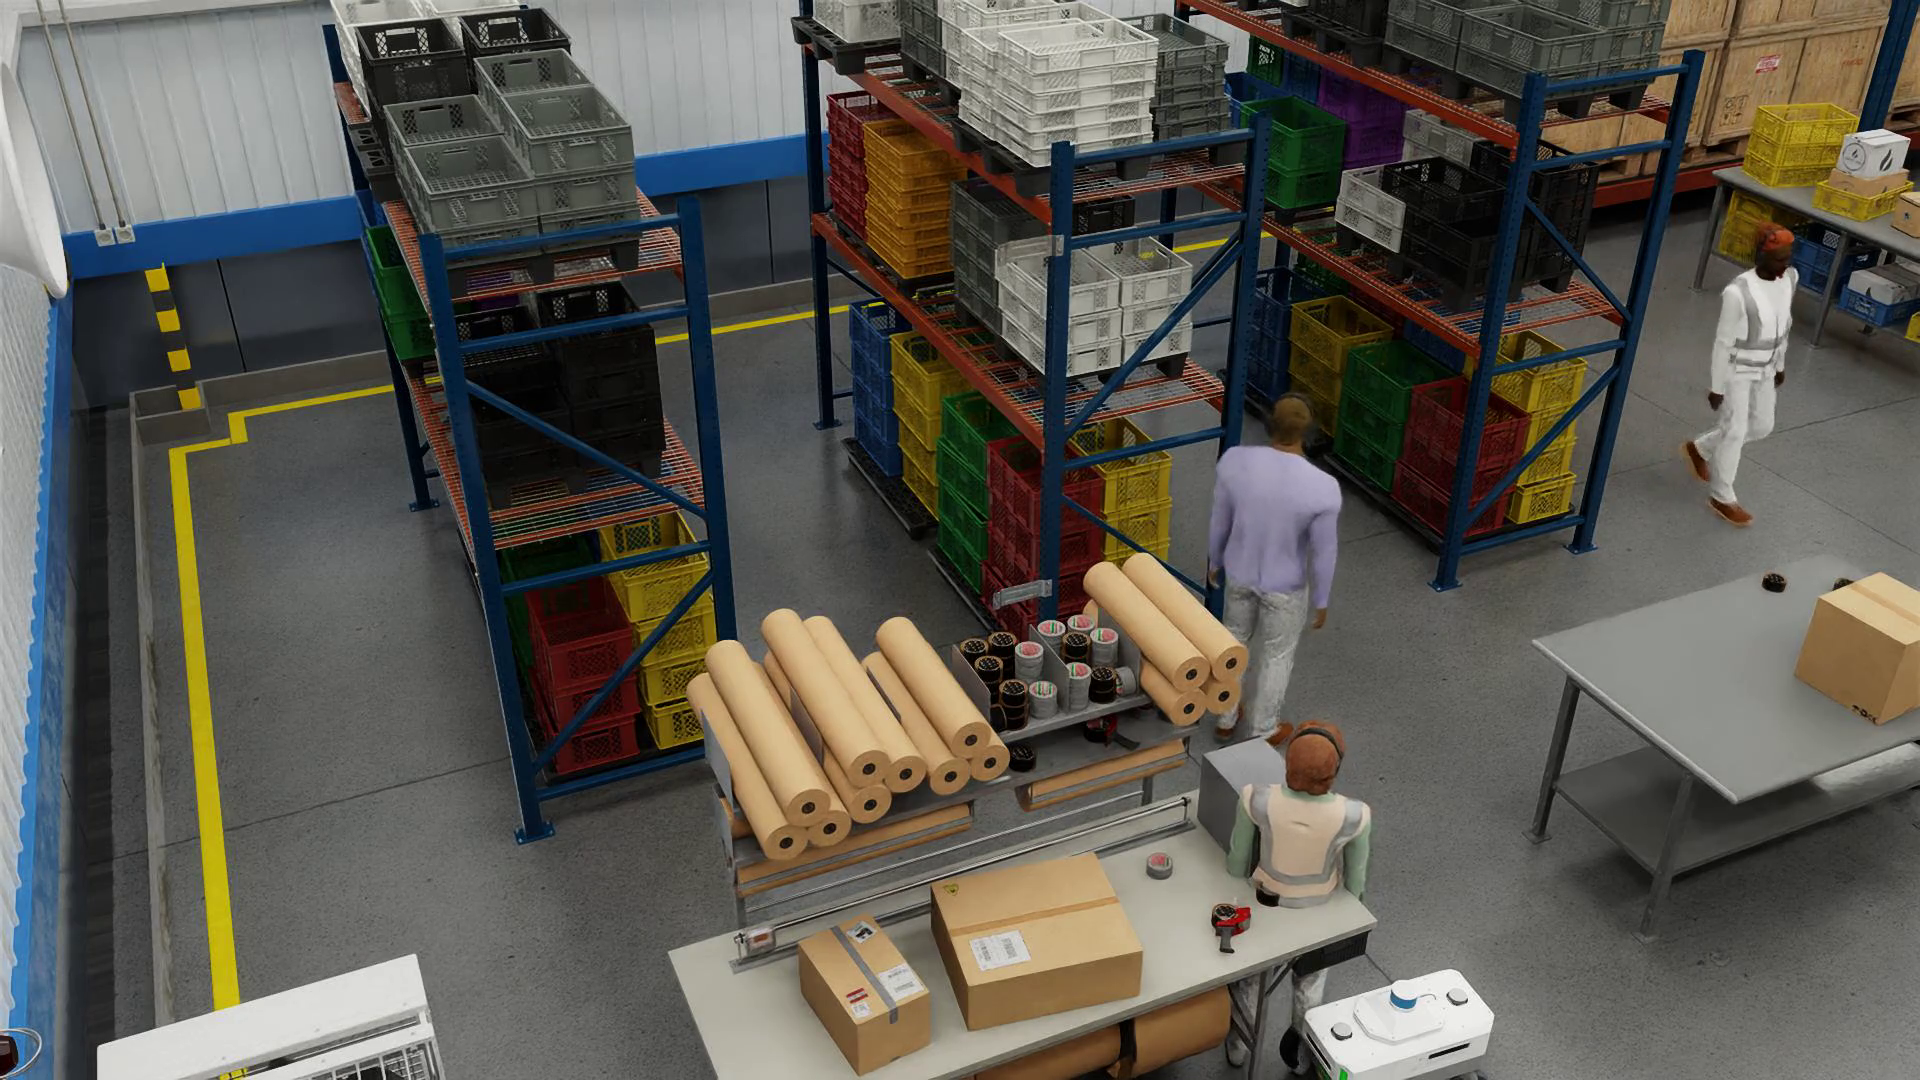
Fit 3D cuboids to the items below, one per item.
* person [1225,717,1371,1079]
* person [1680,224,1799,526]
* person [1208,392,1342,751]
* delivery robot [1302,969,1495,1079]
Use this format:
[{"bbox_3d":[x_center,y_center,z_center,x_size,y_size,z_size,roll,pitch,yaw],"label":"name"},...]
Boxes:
[{"bbox_3d":[1.272,1.397,6.390,0.523,1.631,0.322,6,32,10],"label":"person"},{"bbox_3d":[4.777,-1.025,10.086,0.614,1.874,0.615,-15,35,-23],"label":"person"},{"bbox_3d":[1.496,0.178,8.090,0.648,1.922,0.392,18,36,27],"label":"person"},{"bbox_3d":[1.701,1.919,6.473,0.707,0.478,0.477,-11,33,-17],"label":"delivery robot"}]
